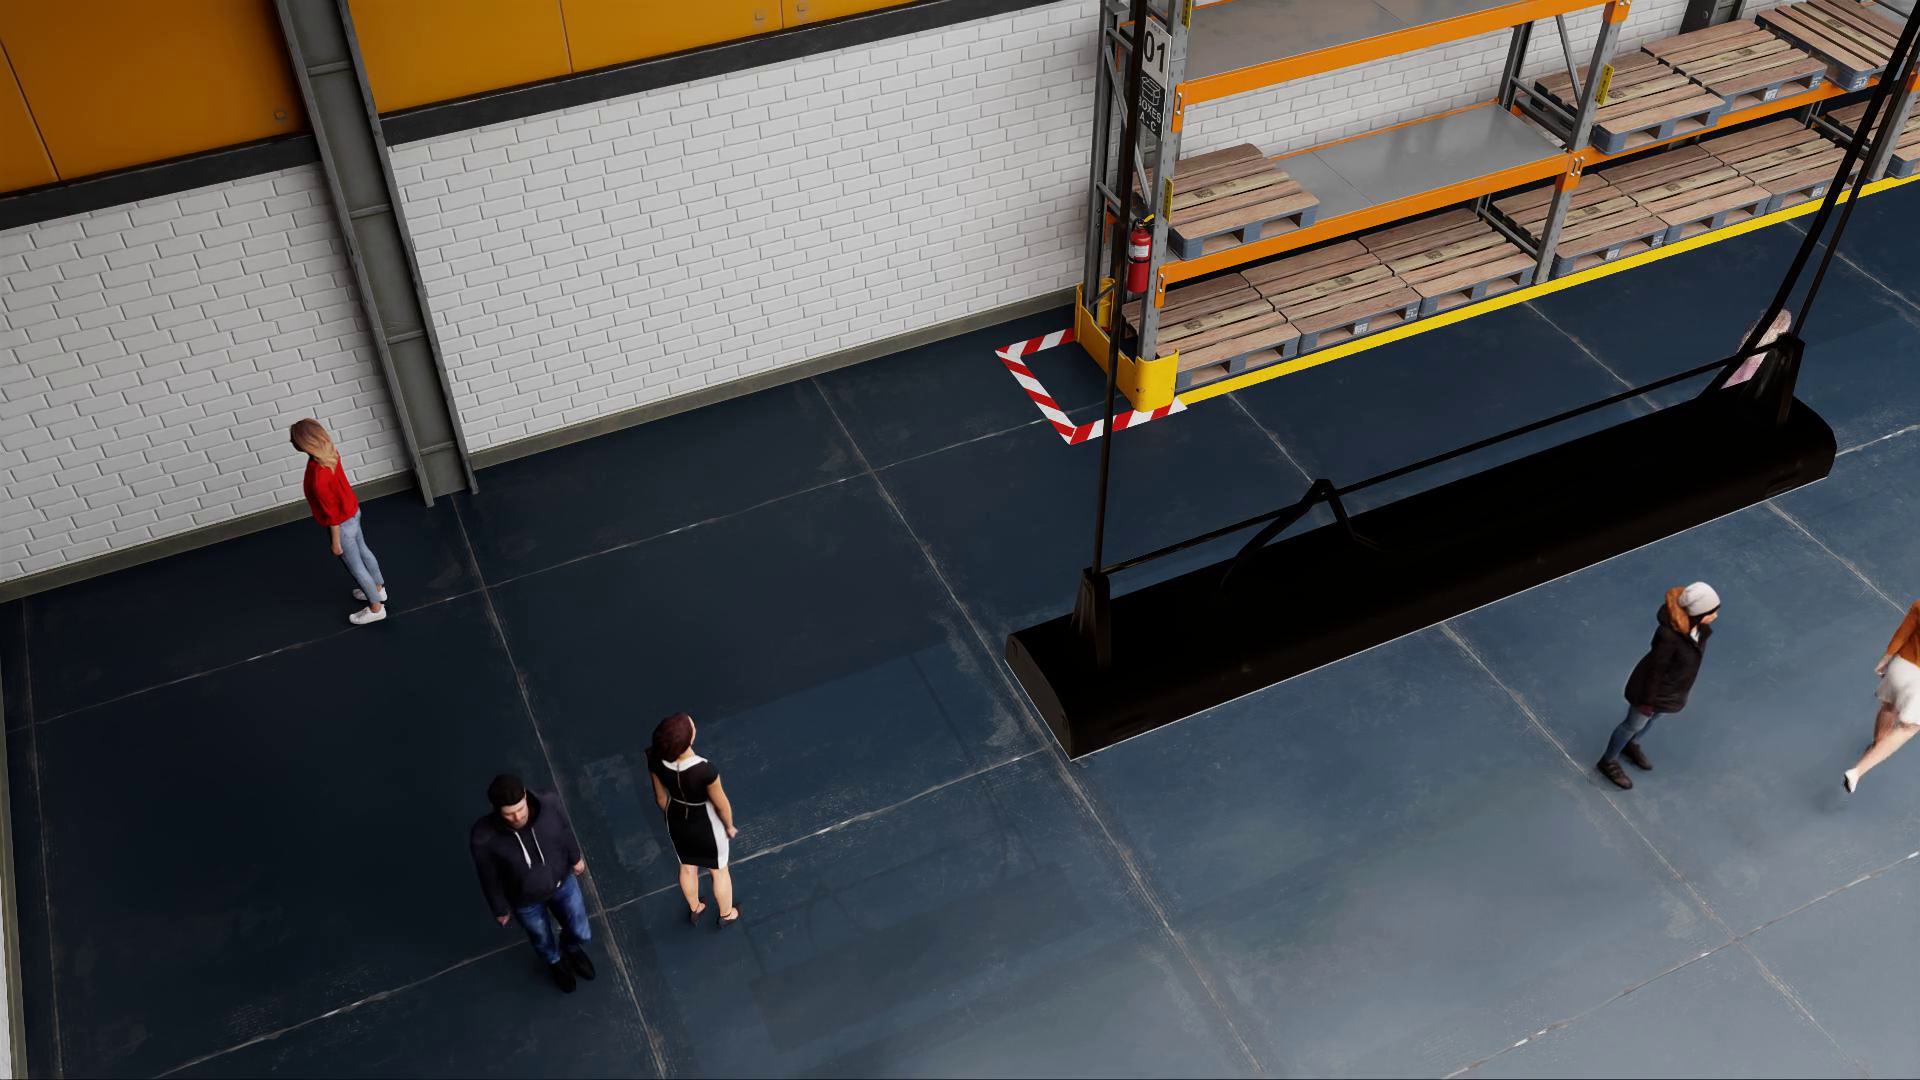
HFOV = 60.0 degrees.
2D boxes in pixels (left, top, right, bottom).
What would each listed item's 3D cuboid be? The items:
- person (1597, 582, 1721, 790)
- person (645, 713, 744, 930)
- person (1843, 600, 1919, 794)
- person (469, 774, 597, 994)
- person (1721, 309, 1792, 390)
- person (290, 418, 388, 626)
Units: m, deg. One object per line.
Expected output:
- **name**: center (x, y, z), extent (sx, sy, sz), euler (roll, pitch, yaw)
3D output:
- **person**: center (4.275, 0.855, 10.161), extent (0.605, 1.631, 0.741), euler (-28, 50, -26)
- **person**: center (-1.467, 1.592, 9.267), extent (0.623, 1.796, 0.703), euler (11, 45, 11)
- **person**: center (5.777, 0.882, 10.082), extent (1.025, 1.701, 0.704), euler (-25, 49, -24)
- **person**: center (-2.317, 1.789, 9.006), extent (0.602, 1.872, 0.799), euler (-24, 49, -23)
- **person**: center (5.562, -0.950, 12.020), extent (0.694, 1.679, 0.704), euler (-4, 44, -4)
- **person**: center (-4.146, -0.128, 11.139), extent (0.593, 1.704, 0.670), euler (-6, 44, -7)
